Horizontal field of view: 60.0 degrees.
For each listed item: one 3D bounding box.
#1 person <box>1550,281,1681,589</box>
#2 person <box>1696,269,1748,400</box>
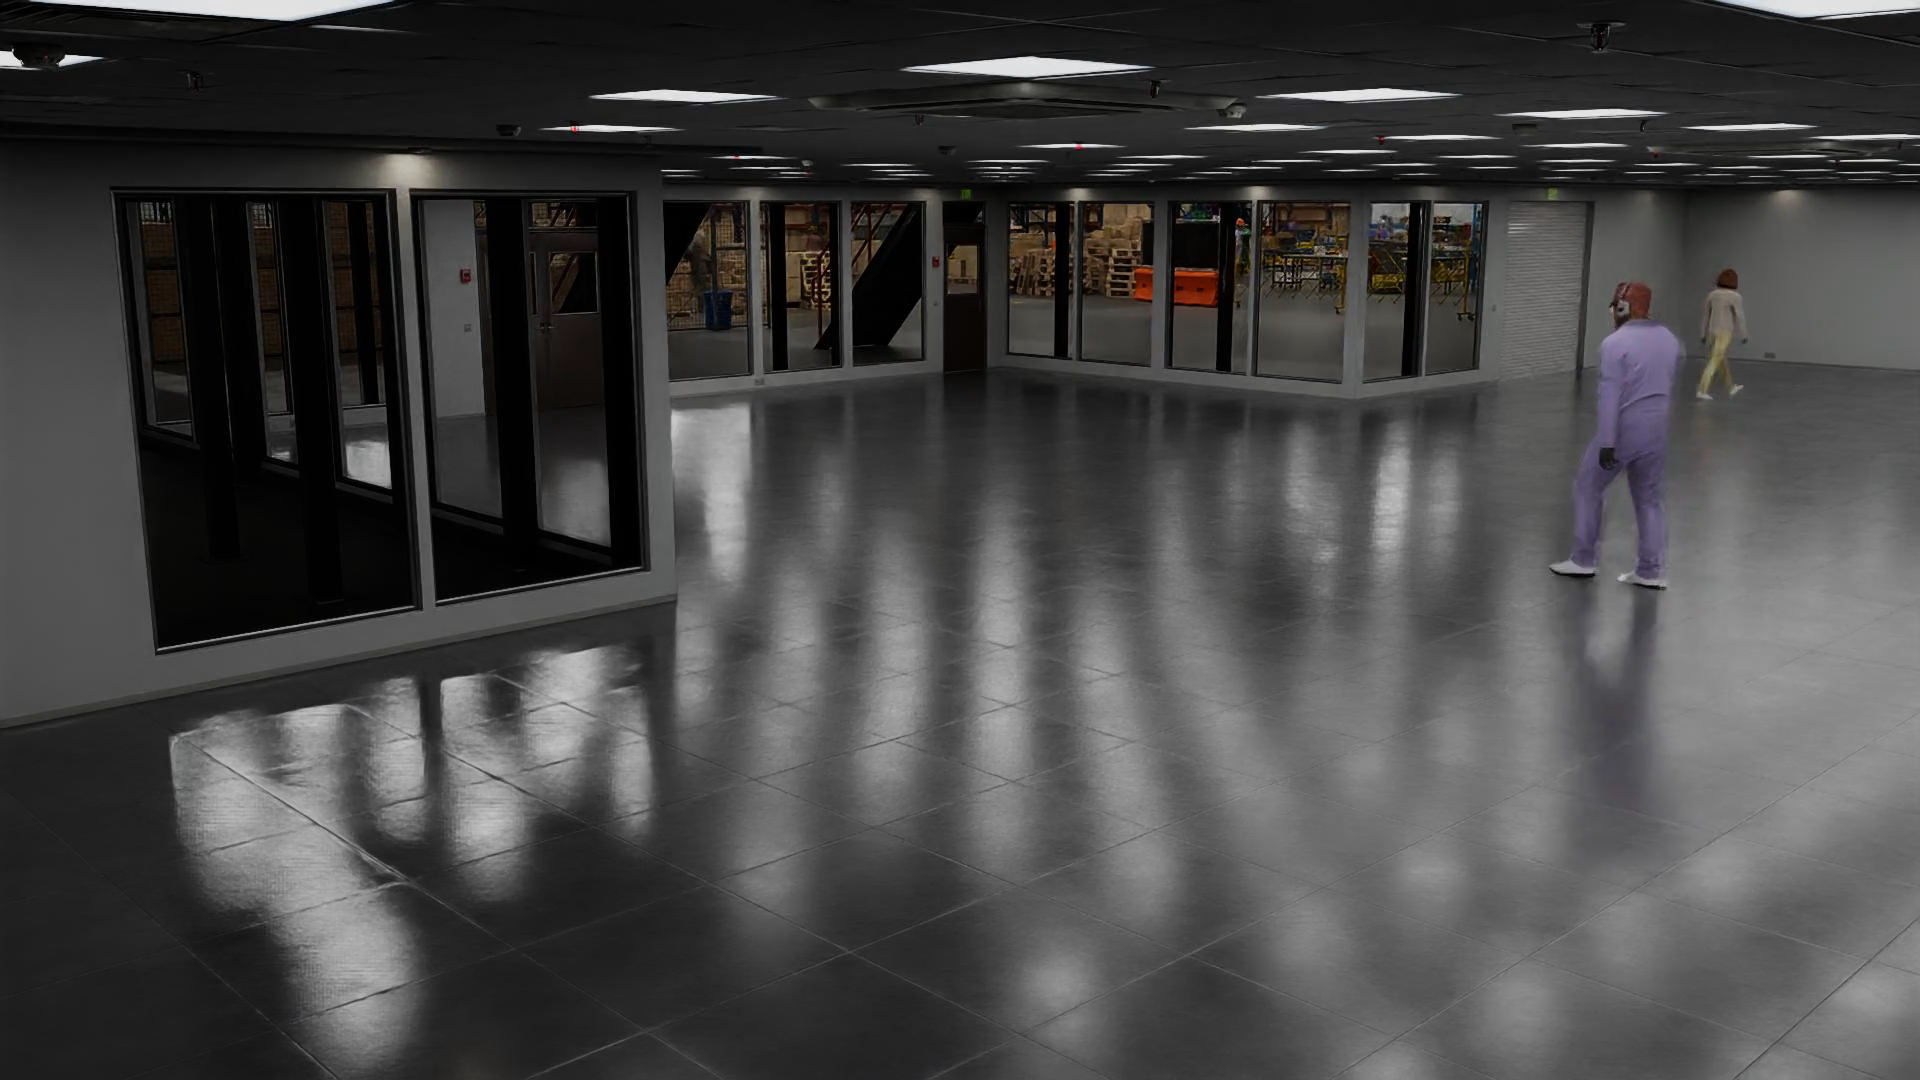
[{"bbox_3d":[4.075,-0.656,10.334,0.661,1.876,0.807,-6,13,-27],"label":"person"},{"bbox_3d":[9.348,-2.506,20.329,0.892,1.584,0.504,-4,12,-20],"label":"person"}]
